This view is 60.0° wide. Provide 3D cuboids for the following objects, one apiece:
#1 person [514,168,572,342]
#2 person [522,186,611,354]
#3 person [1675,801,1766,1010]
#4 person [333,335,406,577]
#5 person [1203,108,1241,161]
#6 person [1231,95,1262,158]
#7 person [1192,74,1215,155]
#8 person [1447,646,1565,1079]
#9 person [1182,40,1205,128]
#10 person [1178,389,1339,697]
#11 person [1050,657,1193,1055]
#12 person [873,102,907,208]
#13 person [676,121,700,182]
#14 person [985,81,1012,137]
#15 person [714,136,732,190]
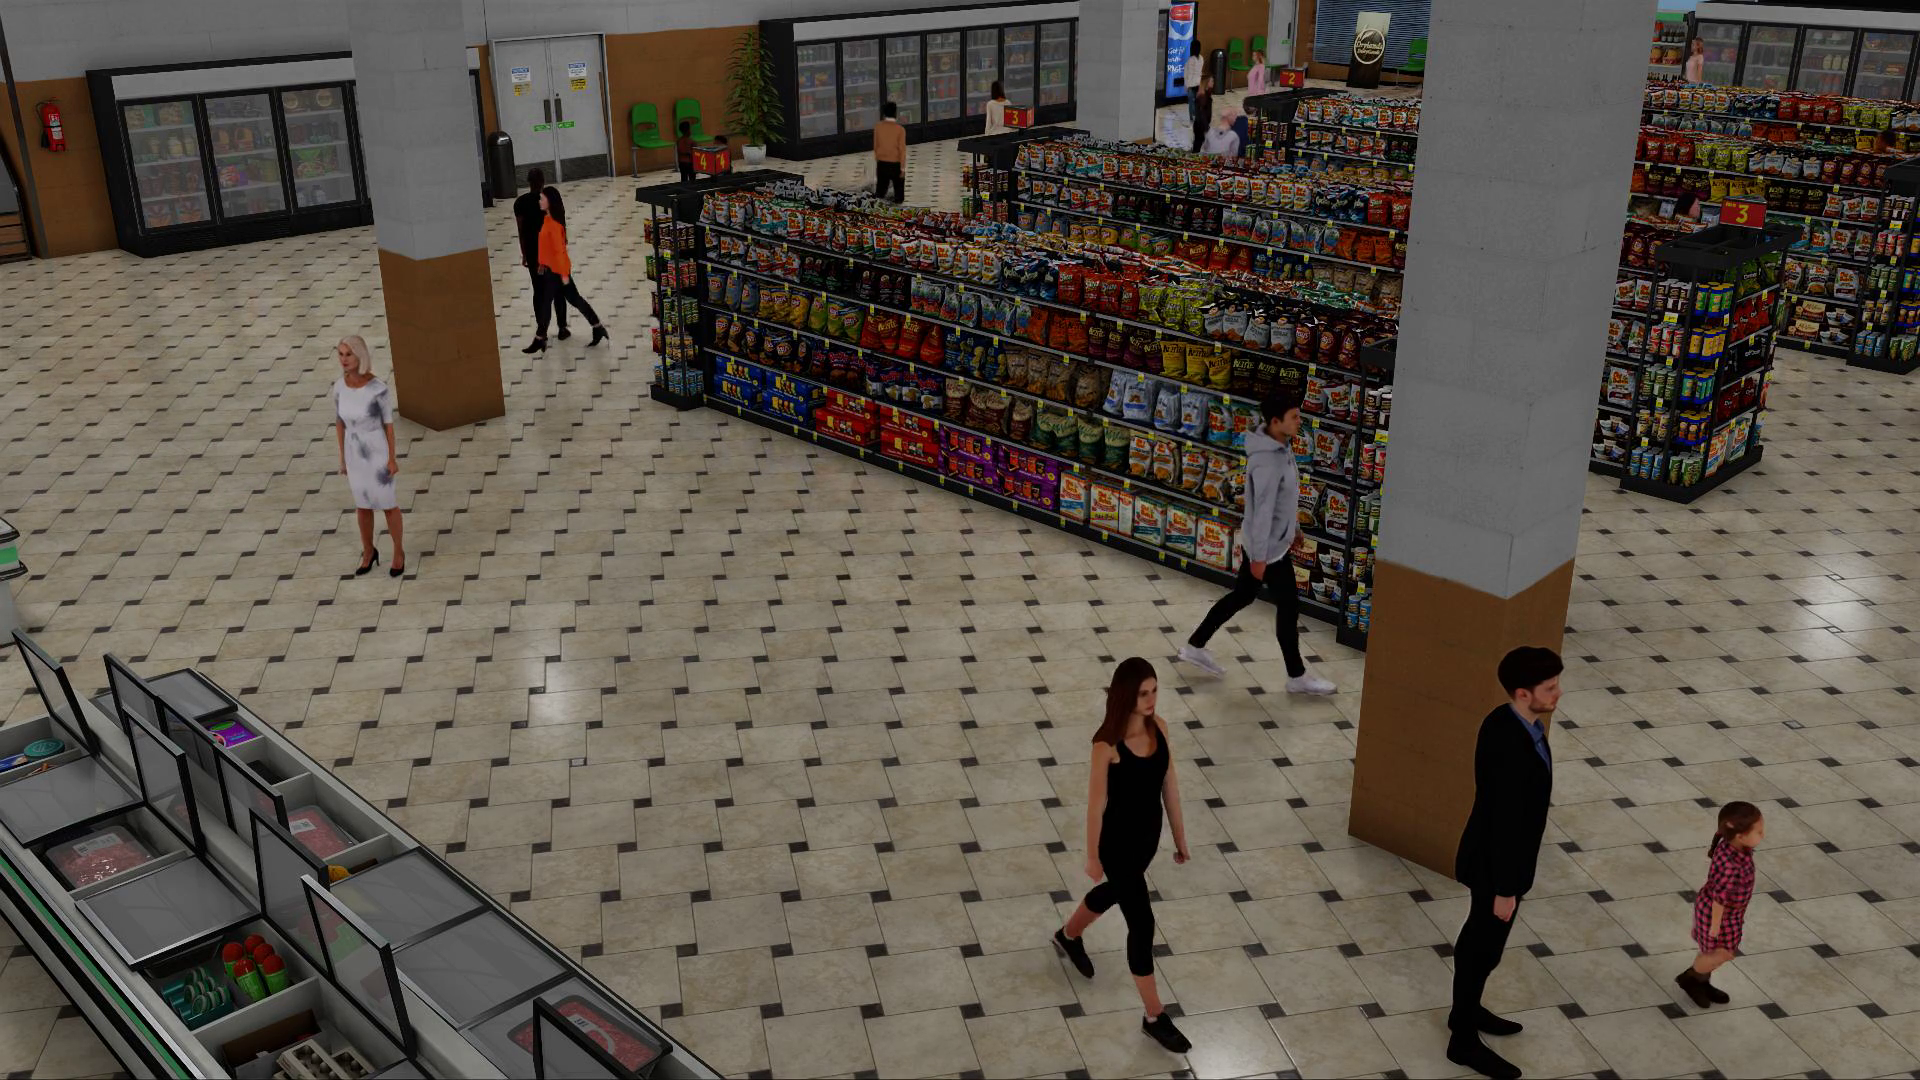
[{"bbox_3d":[-4.400,-3.023,17.600,0.751,1.820,0.765,-4,22,-10],"label":"person"},{"bbox_3d":[-4.027,-2.747,17.068,1.069,1.704,1.156,-5,22,-13],"label":"person"},{"bbox_3d":[3.268,1.574,7.236,0.519,1.017,0.484,9,24,22],"label":"person"},{"bbox_3d":[-4.132,-0.588,11.634,0.622,1.750,0.705,3,22,7],"label":"person"},{"bbox_3d":[3.358,-4.734,21.901,1.227,1.789,1.035,9,23,20],"label":"person"},{"bbox_3d":[3.850,-5.099,22.722,0.608,1.853,0.730,20,29,41],"label":"person"},{"bbox_3d":[3.797,-6.616,26.724,0.879,1.684,0.806,6,23,14],"label":"person"},{"bbox_3d":[2.200,1.285,6.783,0.769,1.893,0.786,7,23,17],"label":"person"},{"bbox_3d":[4.591,-8.972,32.650,0.582,1.638,0.640,16,27,34],"label":"person"},{"bbox_3d":[1.736,0.016,9.944,1.310,1.890,1.109,5,22,12],"label":"person"},{"bbox_3d":[0.663,1.262,7.111,0.633,1.690,1.146,-18,28,-38],"label":"person"},{"bbox_3d":[-1.005,-5.141,22.977,1.134,1.741,1.059,6,23,14],"label":"person"},{"bbox_3d":[-4.062,-5.596,24.765,0.511,1.253,0.632,9,24,22],"label":"person"},{"bbox_3d":[0.608,-6.285,25.906,0.683,1.680,0.665,-10,24,-23],"label":"person"},{"bbox_3d":[-3.287,-5.064,23.432,0.525,1.260,0.604,15,27,33],"label":"person"}]
